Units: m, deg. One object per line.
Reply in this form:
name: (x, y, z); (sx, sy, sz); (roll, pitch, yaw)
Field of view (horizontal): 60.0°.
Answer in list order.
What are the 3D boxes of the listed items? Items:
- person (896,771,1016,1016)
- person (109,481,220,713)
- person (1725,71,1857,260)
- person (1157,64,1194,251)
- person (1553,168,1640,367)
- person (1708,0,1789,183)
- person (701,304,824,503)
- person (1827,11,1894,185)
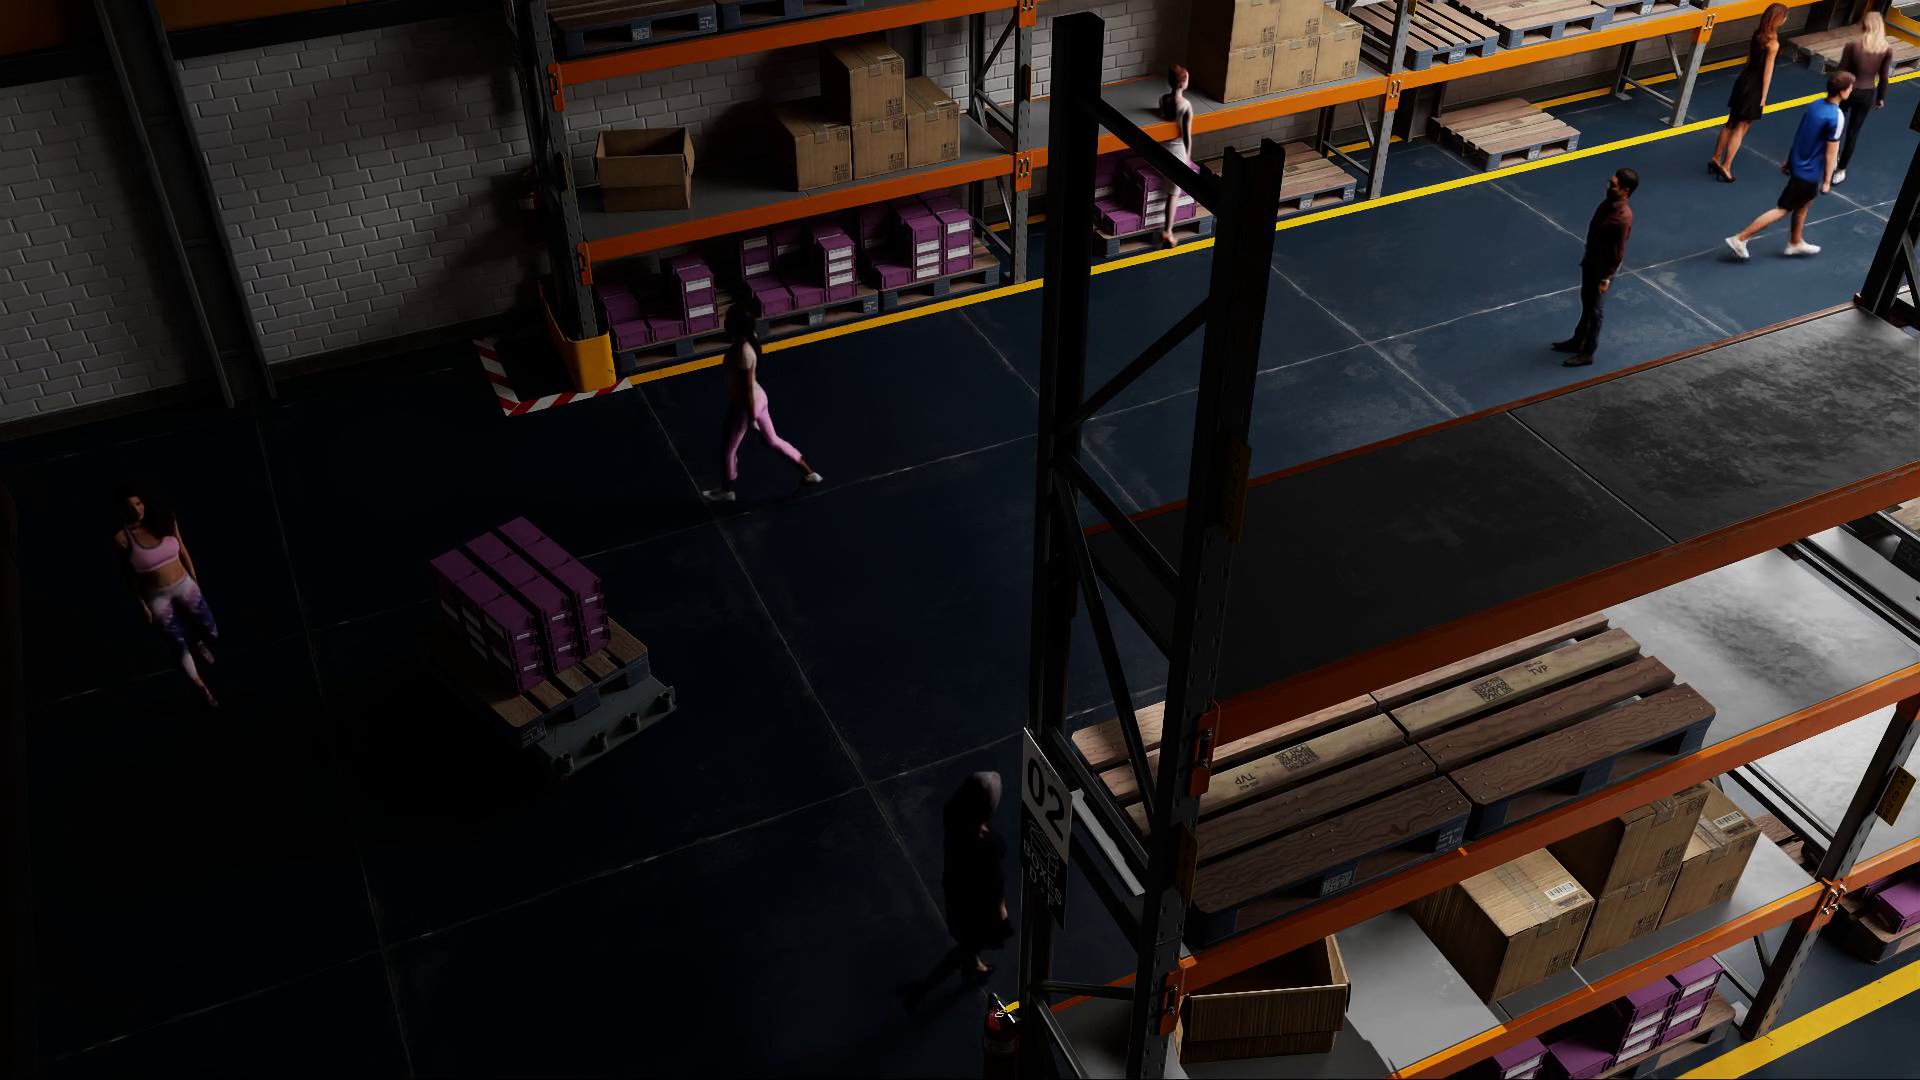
person: (0.013, 1.905, 8.682); (0.971, 1.722, 0.666); (-25, 45, -28)
person: (-5.105, 0.316, 10.641); (0.807, 1.761, 0.783); (-32, 48, -33)
person: (7.637, -3.384, 15.221); (1.296, 1.826, 0.963); (-2, 39, -2)
person: (1.963, -3.558, 15.466); (0.536, 1.793, 0.580); (-22, 44, -26)
person: (5.357, -2.284, 13.879); (0.667, 1.782, 0.714); (-1, 39, -1)
person: (7.848, -4.440, 16.538); (0.613, 1.833, 0.629); (-5, 39, -6)
person: (-1.468, -0.970, 12.295); (1.236, 1.706, 0.960); (2, 39, 3)
person: (8.896, -4.371, 16.585); (0.961, 1.667, 1.019); (14, 41, 17)
